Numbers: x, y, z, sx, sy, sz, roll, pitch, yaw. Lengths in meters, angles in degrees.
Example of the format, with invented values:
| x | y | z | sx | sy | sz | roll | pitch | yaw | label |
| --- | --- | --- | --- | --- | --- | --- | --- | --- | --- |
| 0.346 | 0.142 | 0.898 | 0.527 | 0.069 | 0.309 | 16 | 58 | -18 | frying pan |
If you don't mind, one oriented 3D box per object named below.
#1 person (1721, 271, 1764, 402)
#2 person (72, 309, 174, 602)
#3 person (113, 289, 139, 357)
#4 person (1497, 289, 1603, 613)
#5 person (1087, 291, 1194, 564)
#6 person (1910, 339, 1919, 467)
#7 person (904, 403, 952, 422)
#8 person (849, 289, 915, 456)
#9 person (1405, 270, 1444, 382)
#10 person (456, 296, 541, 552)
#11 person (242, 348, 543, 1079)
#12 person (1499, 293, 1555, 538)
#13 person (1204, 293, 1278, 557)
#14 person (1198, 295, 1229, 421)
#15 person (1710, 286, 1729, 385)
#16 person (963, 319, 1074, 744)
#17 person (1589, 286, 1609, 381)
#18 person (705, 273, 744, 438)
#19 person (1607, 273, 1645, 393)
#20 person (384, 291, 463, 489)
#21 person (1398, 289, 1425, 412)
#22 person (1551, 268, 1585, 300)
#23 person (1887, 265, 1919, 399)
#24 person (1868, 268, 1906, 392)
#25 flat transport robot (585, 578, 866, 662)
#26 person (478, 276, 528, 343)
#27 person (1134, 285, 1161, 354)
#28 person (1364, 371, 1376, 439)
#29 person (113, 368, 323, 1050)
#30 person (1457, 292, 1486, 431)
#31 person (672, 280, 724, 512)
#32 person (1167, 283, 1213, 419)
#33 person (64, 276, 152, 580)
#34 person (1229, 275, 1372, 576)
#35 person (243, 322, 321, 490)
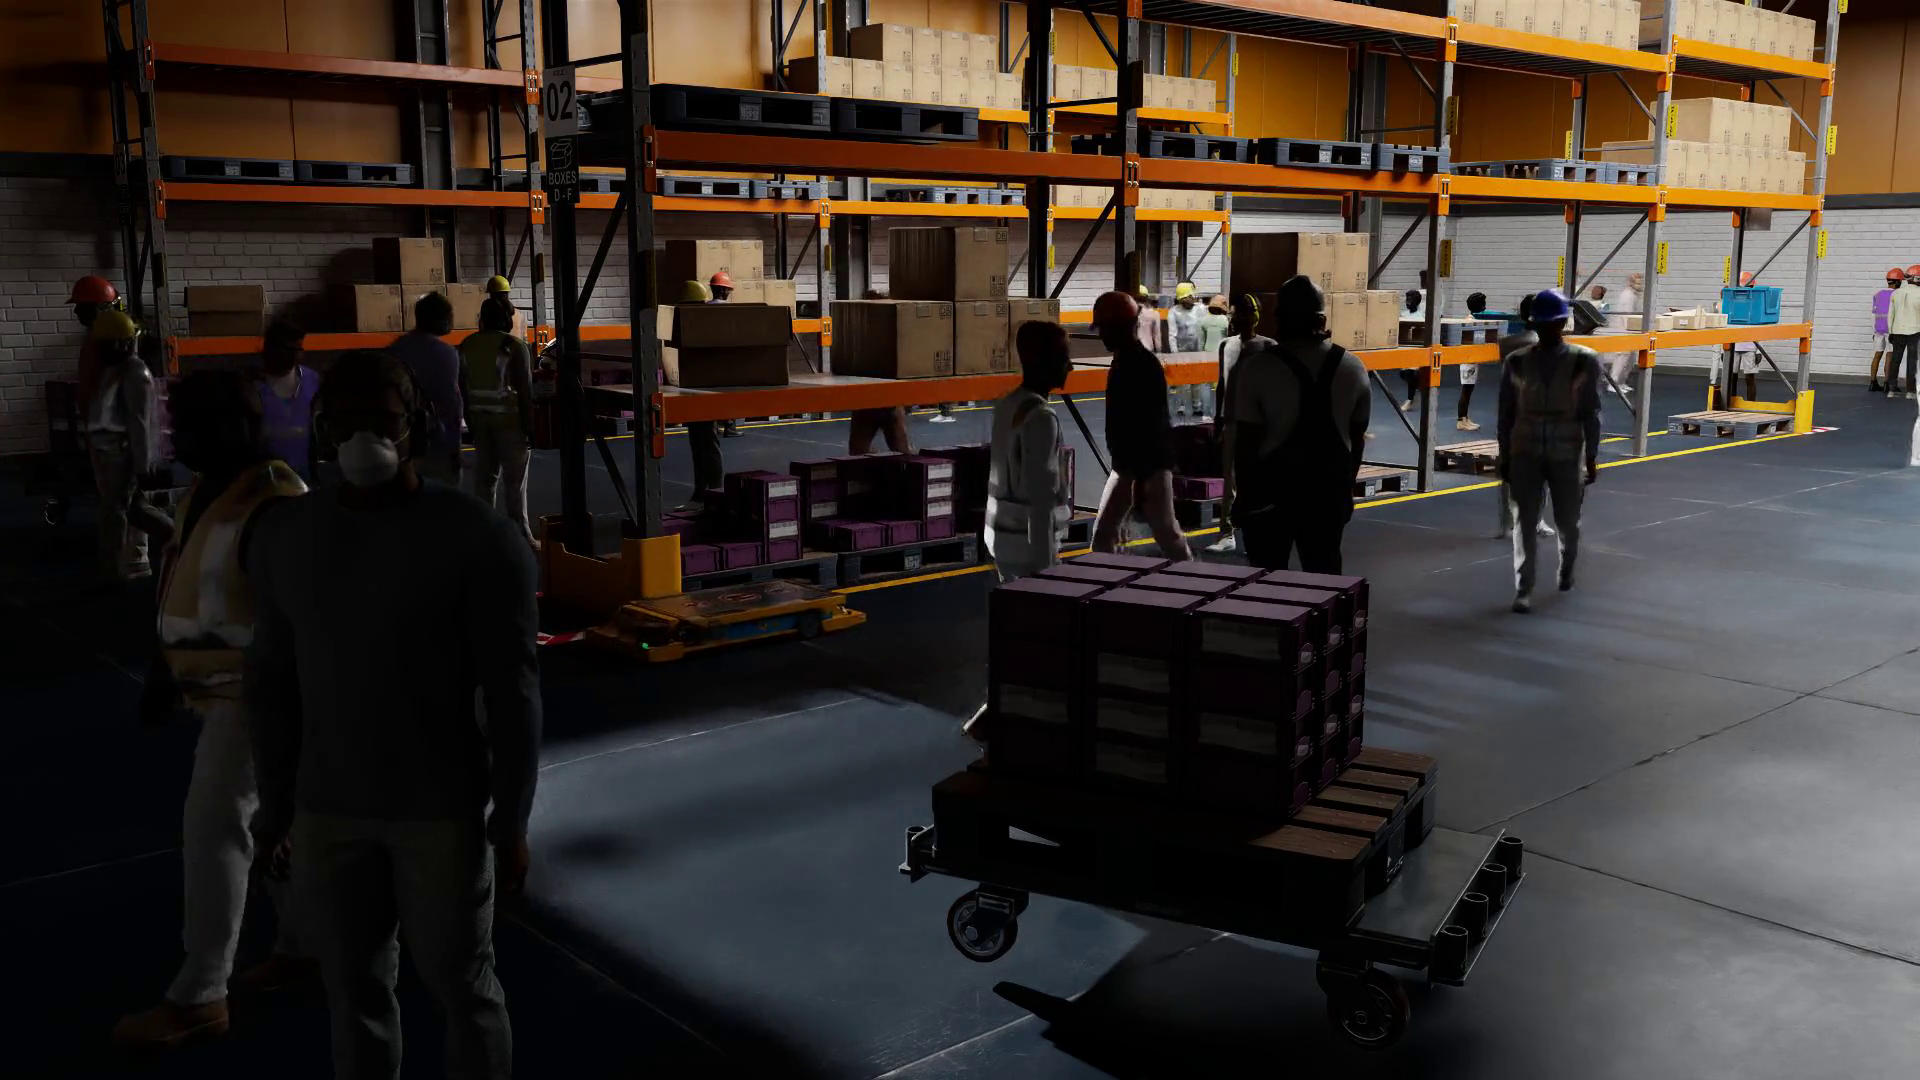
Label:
| x | y | z | sx | sy | sz | roll | pitch | yaw | label |
| --- | --- | --- | --- | --- | --- | --- | --- | --- | --- |
| 9.948 | -2.442 | 21.173 | 0.384 | 1.932 | 0.543 | -9 | 13 | -43 | person |
| -5.142 | -0.542 | 10.394 | 0.807 | 1.803 | 0.601 | -6 | 11 | -32 | person |
| -7.232 | -1.235 | 14.291 | 0.327 | 1.865 | 0.520 | 1 | 10 | 7 | person |
| 3.561 | -0.548 | 10.064 | 0.616 | 1.930 | 0.741 | 5 | 11 | 27 | person |
| 0.913 | -0.392 | 9.145 | 1.032 | 1.920 | 0.710 | -3 | 10 | -15 | person |
| 9.851 | -1.536 | 16.764 | 0.514 | 1.605 | 0.534 | -2 | 10 | -9 | person |
| -0.535 | -2.403 | 21.103 | 0.995 | 1.864 | 0.610 | -4 | 11 | -23 | person |
| -0.627 | -1.152 | 13.809 | 0.637 | 1.869 | 0.956 | 8 | 13 | 40 | person |
| 7.432 | -3.374 | 26.680 | 0.607 | 1.920 | 0.989 | -2 | 10 | -11 | person |
| -3.272 | -0.817 | 11.903 | 0.633 | 1.842 | 0.429 | 4 | 11 | 23 | person |
| -1.188 | 0.572 | 3.487 | 0.636 | 1.939 | 0.364 | 1 | 10 | 8 | person |
| 4.294 | -0.927 | 12.564 | 0.571 | 1.844 | 0.512 | -9 | 13 | -42 | person |
| 2.021 | -0.810 | 11.803 | 0.512 | 1.864 | 0.330 | 7 | 12 | 37 | person |
| 3.294 | -2.323 | 21.331 | 0.507 | 1.632 | 0.281 | 6 | 12 | 33 | person |
| 12.607 | -3.365 | 27.414 | 0.511 | 1.640 | 0.308 | 6 | 11 | 30 | person |
| 0.281 | 0.033 | 6.849 | 0.432 | 1.872 | 0.584 | -3 | 10 | -15 | person |
| 10.807 | -3.501 | 28.260 | 0.420 | 1.637 | 0.526 | -5 | 11 | -28 | person |
| -2.809 | -2.165 | 19.546 | 0.542 | 1.928 | 0.374 | 6 | 11 | 31 | person |
| 10.331 | -3.198 | 25.767 | 0.516 | 1.868 | 0.664 | 6 | 11 | 31 | person |
| -3.391 | -0.599 | 10.432 | 0.650 | 1.914 | 0.659 | 6 | 11 | 30 | person |
| 6.257 | -2.597 | 22.777 | 0.562 | 1.679 | 0.541 | -3 | 10 | -17 | person |
| 9.333 | -3.268 | 25.722 | 0.615 | 2.025 | 0.477 | -3 | 10 | -15 | person |
| 14.215 | -3.114 | 24.921 | 0.392 | 1.990 | 0.611 | -5 | 11 | -27 | person |
| 14.541 | -3.276 | 26.020 | 0.373 | 1.934 | 0.552 | -3 | 10 | -19 | person |
| -1.284 | 0.423 | 9.238 | 1.431 | 0.197 | 0.652 | -8 | 13 | -41 | flat transport robot |
| -4.630 | -1.702 | 16.837 | 0.371 | 1.927 | 0.588 | 6 | 11 | 31 | person |
| 2.370 | -2.501 | 22.074 | 0.545 | 1.733 | 0.828 | -1 | 10 | -5 | person |
| 4.436 | -2.023 | 19.082 | 0.899 | 1.817 | 0.626 | -4 | 10 | -22 | person |
| -2.090 | 0.444 | 4.593 | 0.669 | 1.825 | 0.640 | -8 | 12 | -38 | person |
| 6.241 | -2.173 | 20.291 | 0.321 | 1.689 | 0.530 | 3 | 10 | 18 | person |
| -2.141 | -1.151 | 13.608 | 0.388 | 1.927 | 0.589 | -6 | 11 | -30 | person |
| 3.073 | -2.470 | 21.789 | 0.766 | 1.787 | 0.406 | -5 | 11 | -26 | person |
| -5.615 | -0.732 | 10.957 | 0.622 | 1.993 | 0.382 | 8 | 13 | 40 | person |
| 1.620 | -0.273 | 8.139 | 0.695 | 2.000 | 0.537 | -2 | 10 | -13 | person |
| -4.039 | -0.414 | 9.825 | 1.099 | 1.764 | 0.576 | 8 | 12 | 38 | person |
